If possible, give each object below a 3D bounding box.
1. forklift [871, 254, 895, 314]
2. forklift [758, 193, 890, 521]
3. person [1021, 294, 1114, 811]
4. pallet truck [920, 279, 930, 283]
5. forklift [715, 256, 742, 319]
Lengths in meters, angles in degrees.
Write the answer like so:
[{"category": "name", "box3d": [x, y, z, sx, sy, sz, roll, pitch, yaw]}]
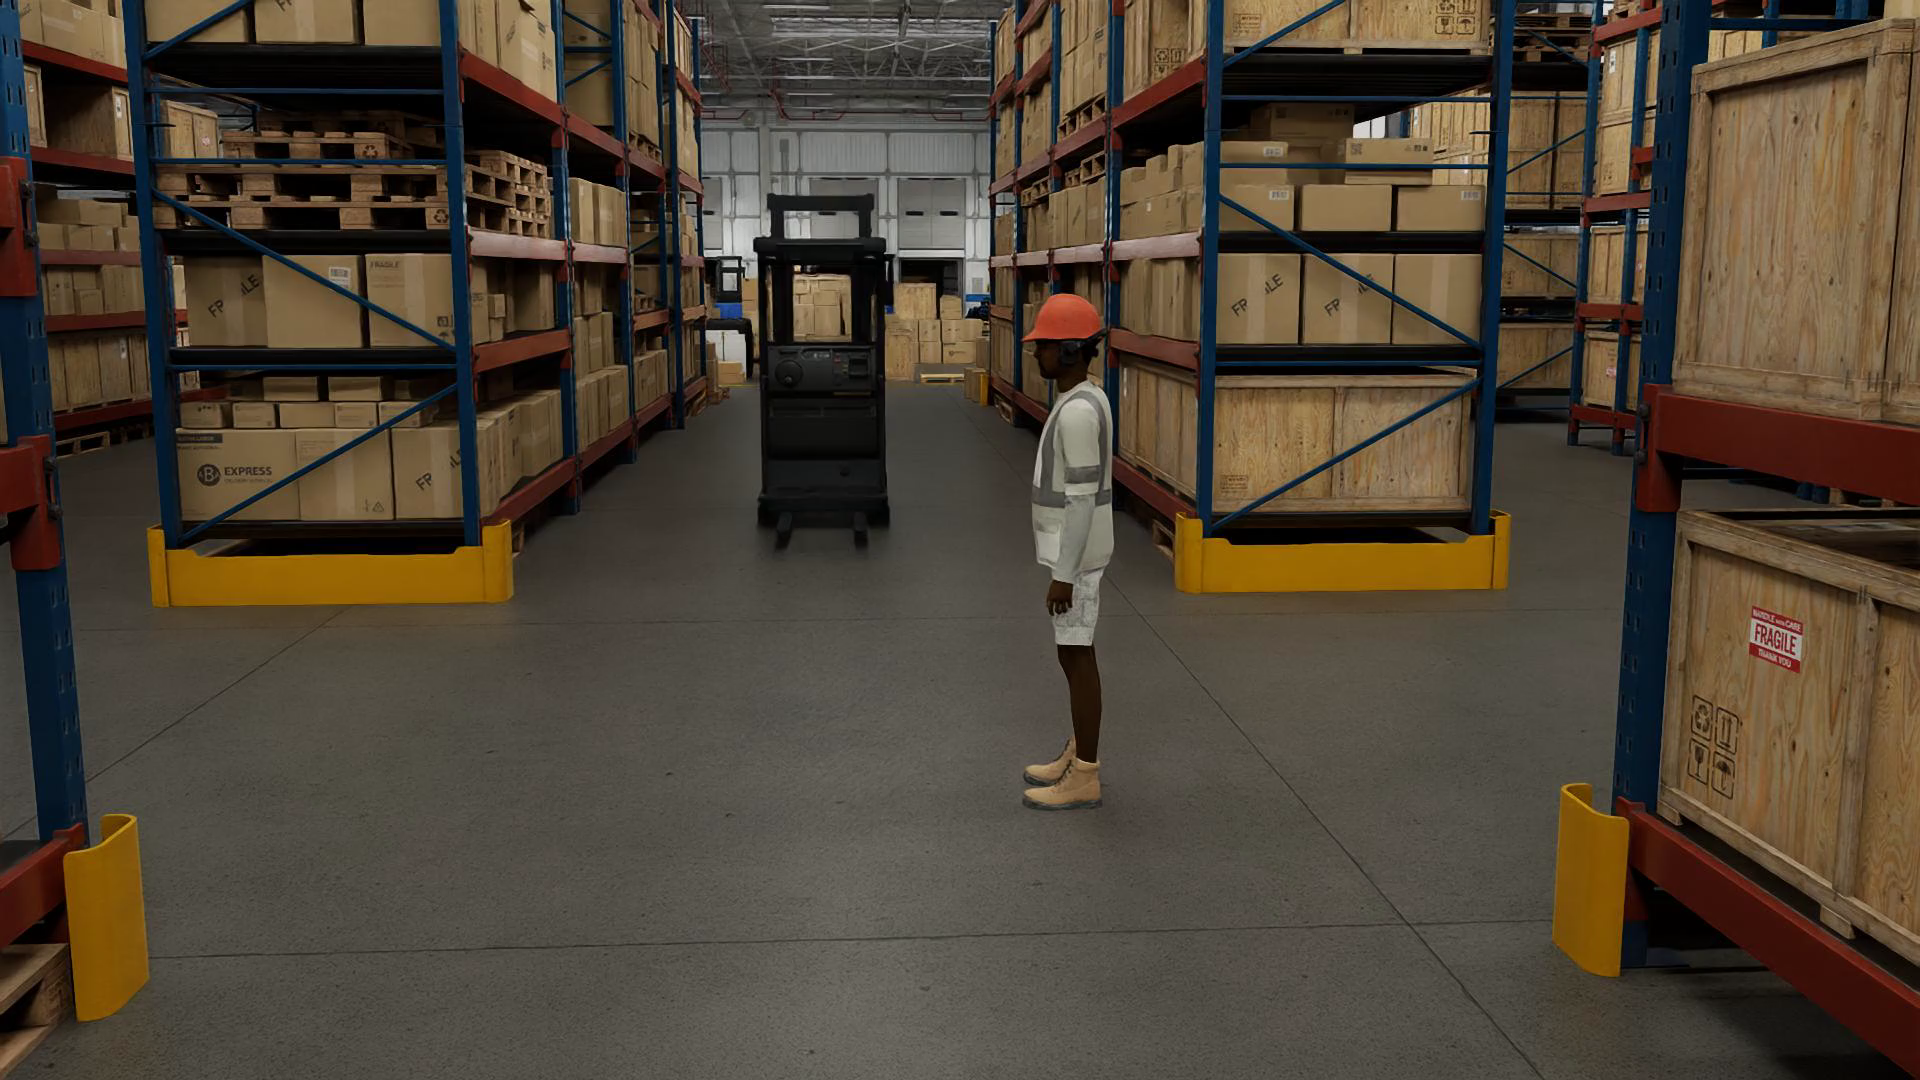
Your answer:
[{"category": "forklift", "box3d": [-2.661, -8.222, 55.954, 1.129, 2.768, 1.873, -5, 10, -30]}, {"category": "forklift", "box3d": [-1.220, -1.668, 14.803, 1.129, 2.768, 1.873, -1, 9, -4]}, {"category": "person", "box3d": [0.424, 0.054, 6.614, 0.374, 2.044, 0.605, 1, 9, 5]}, {"category": "pallet truck", "box3d": [-0.932, -8.922, 63.114, 1.885, 1.965, 0.823, 2, 9, 13]}, {"category": "forklift", "box3d": [-8.574, -9.187, 62.019, 1.129, 2.768, 1.873, -1, 9, -4]}]
